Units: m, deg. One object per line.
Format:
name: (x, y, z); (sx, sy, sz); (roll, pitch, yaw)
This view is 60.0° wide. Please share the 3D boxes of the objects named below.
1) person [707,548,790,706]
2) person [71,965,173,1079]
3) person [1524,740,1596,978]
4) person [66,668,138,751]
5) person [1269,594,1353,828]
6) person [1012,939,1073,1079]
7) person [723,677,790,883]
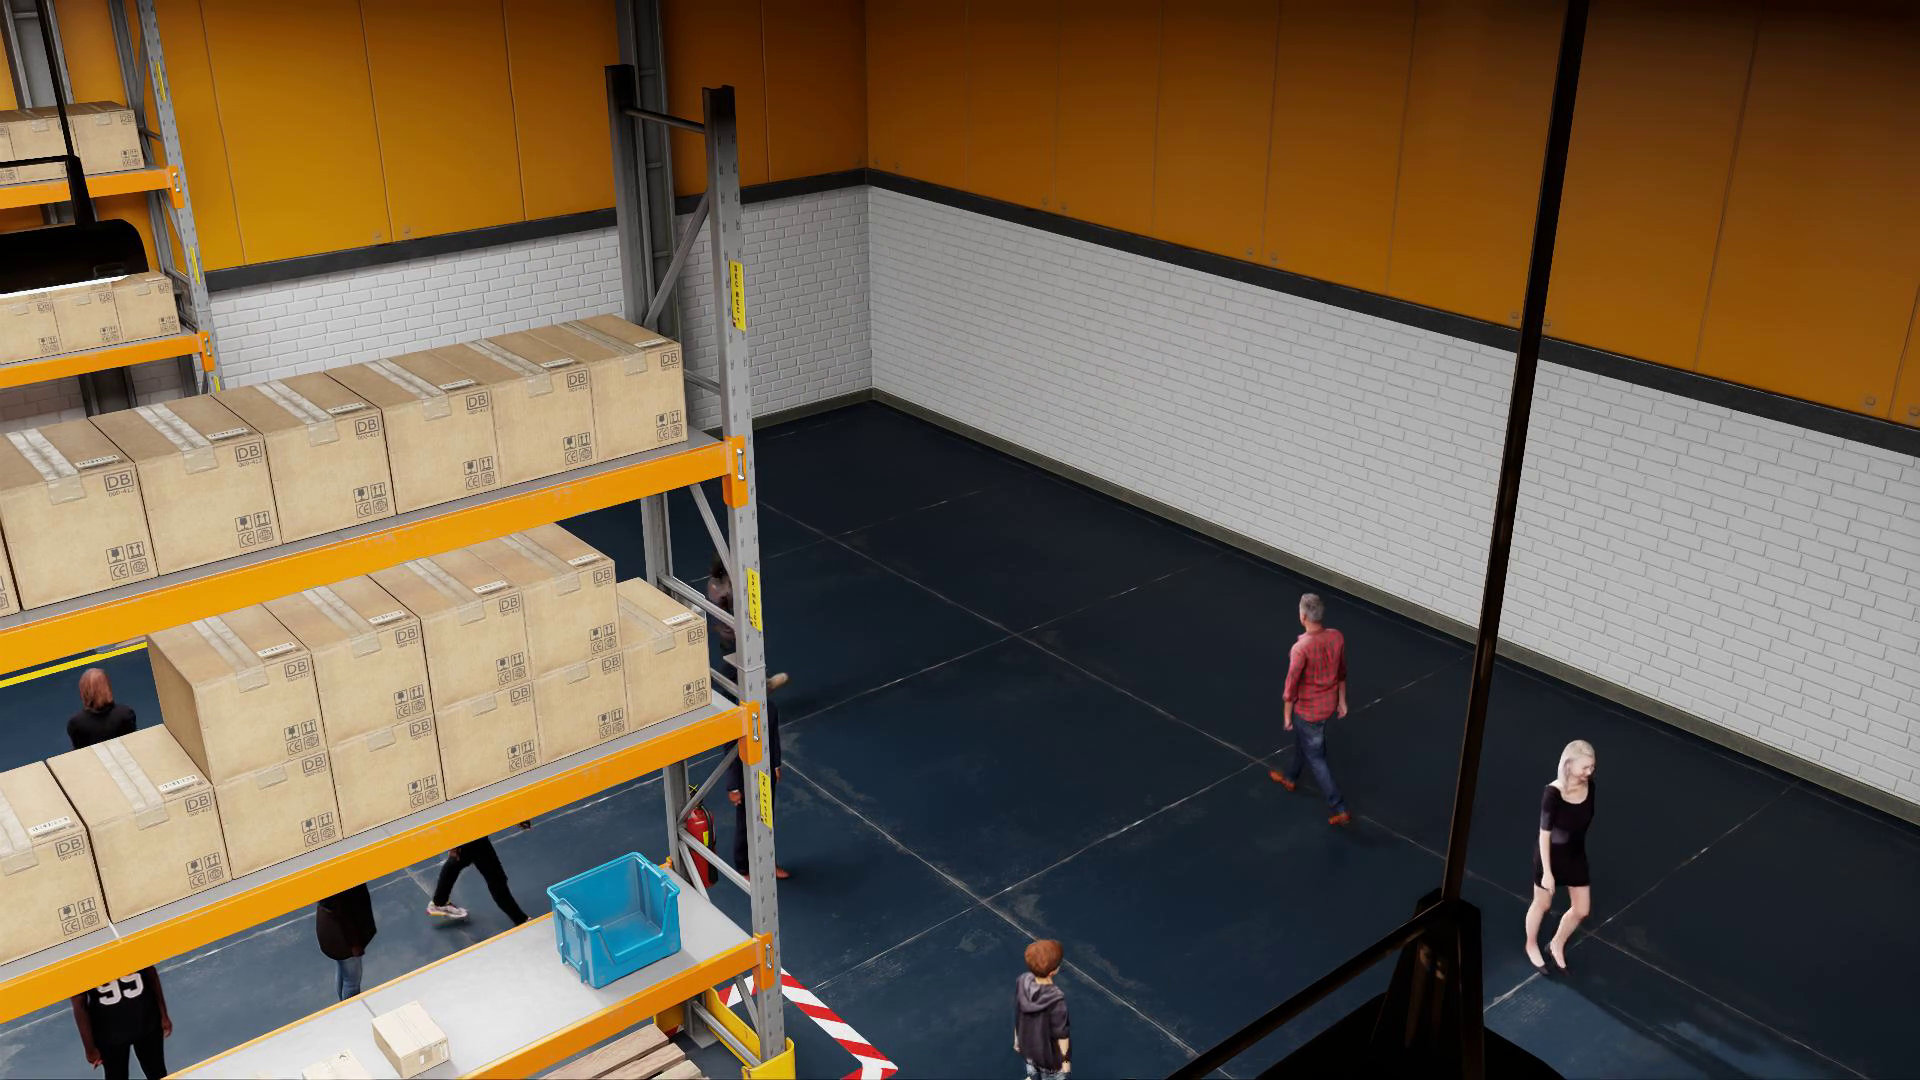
person: (-1.782, 0.808, 13.930); (0.604, 1.646, 0.949); (-18, 30, -36)
person: (-4.711, 2.745, 9.397); (0.489, 1.729, 0.673); (-20, 31, -38)
person: (3.844, 2.046, 10.888); (0.653, 1.814, 0.748); (-10, 25, -21)
person: (-5.953, 1.737, 11.762); (0.815, 1.681, 0.672); (-13, 27, -28)
person: (2.736, 1.332, 12.573); (1.186, 1.773, 0.868); (-15, 28, -30)
person: (0.431, 2.898, 9.413); (0.714, 1.435, 0.537); (-19, 30, -37)
person: (-1.473, 1.687, 11.824); (0.716, 1.723, 0.503); (21, 31, 39)
